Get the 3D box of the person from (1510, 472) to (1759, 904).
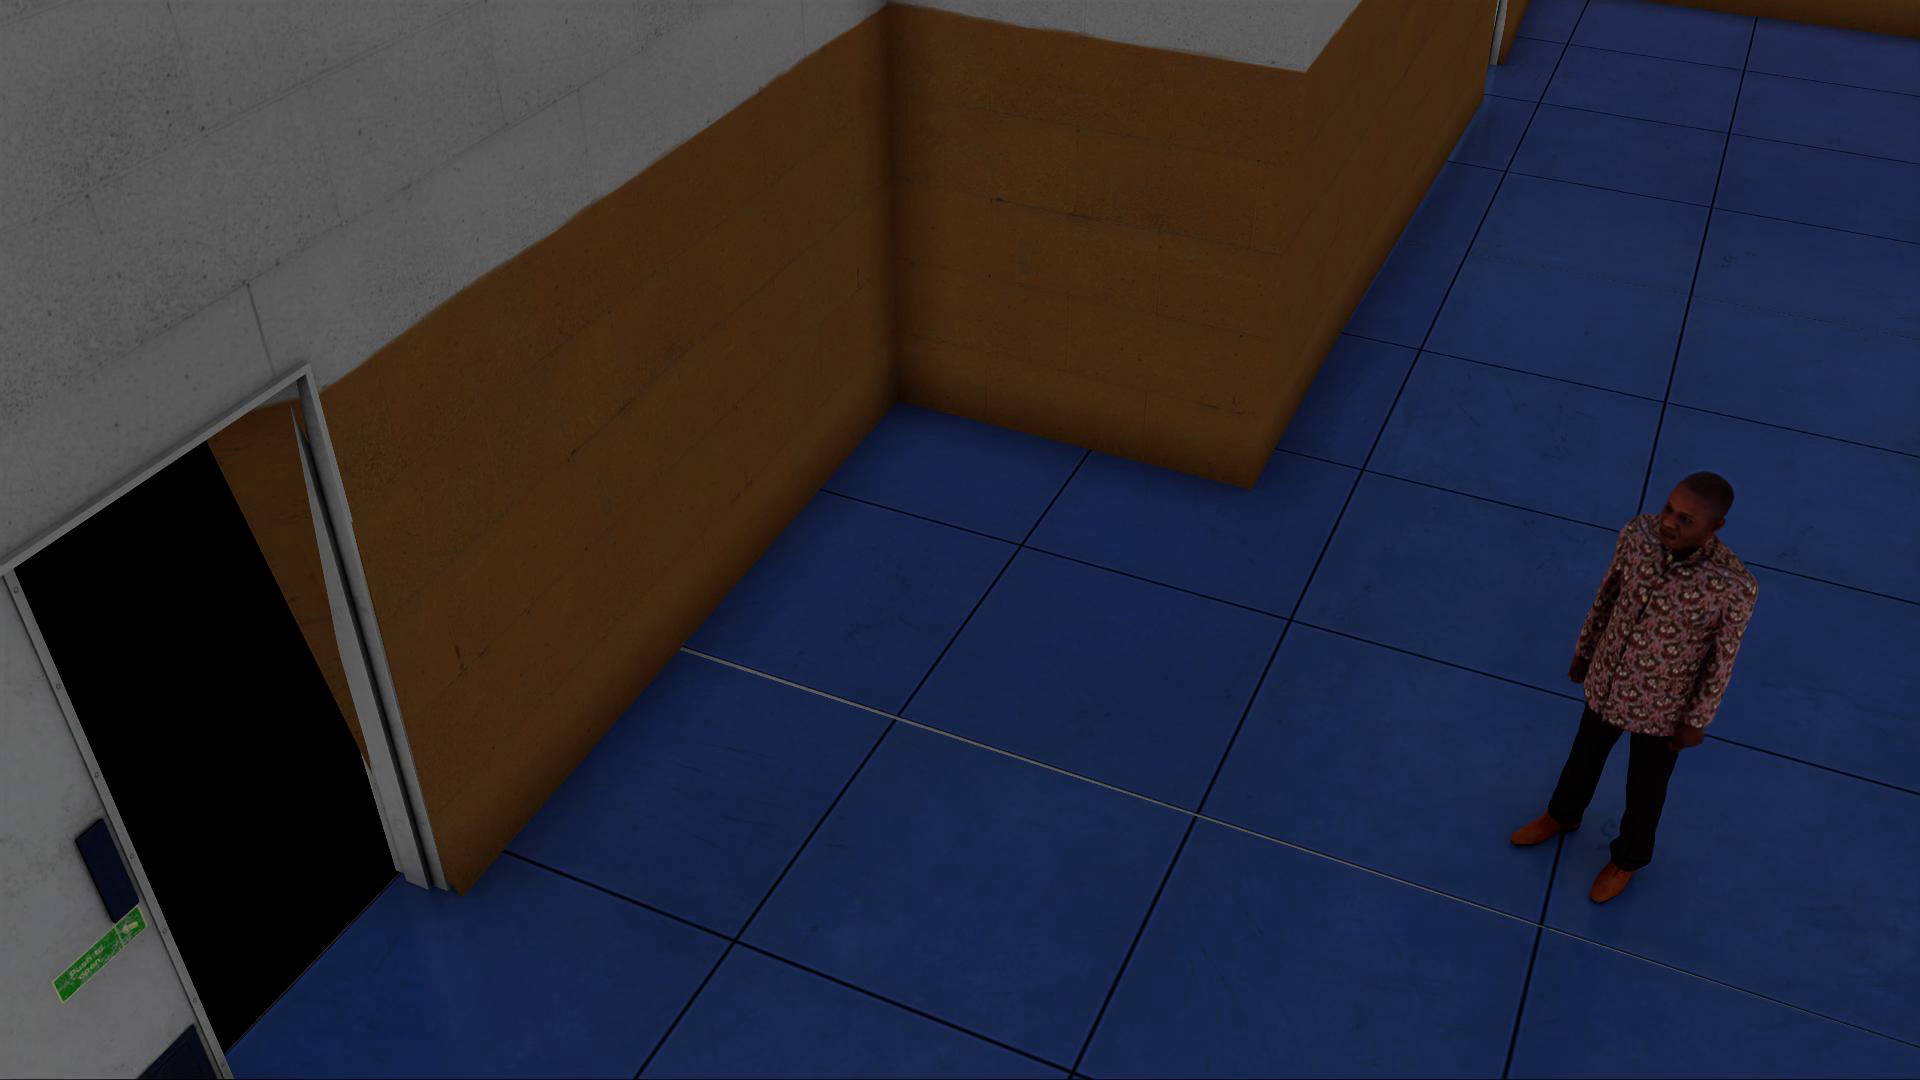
[{"bbox_3d":[2.424,0.506,5.877,0.843,1.807,0.712,-24,43,-28],"label":"person"}]
